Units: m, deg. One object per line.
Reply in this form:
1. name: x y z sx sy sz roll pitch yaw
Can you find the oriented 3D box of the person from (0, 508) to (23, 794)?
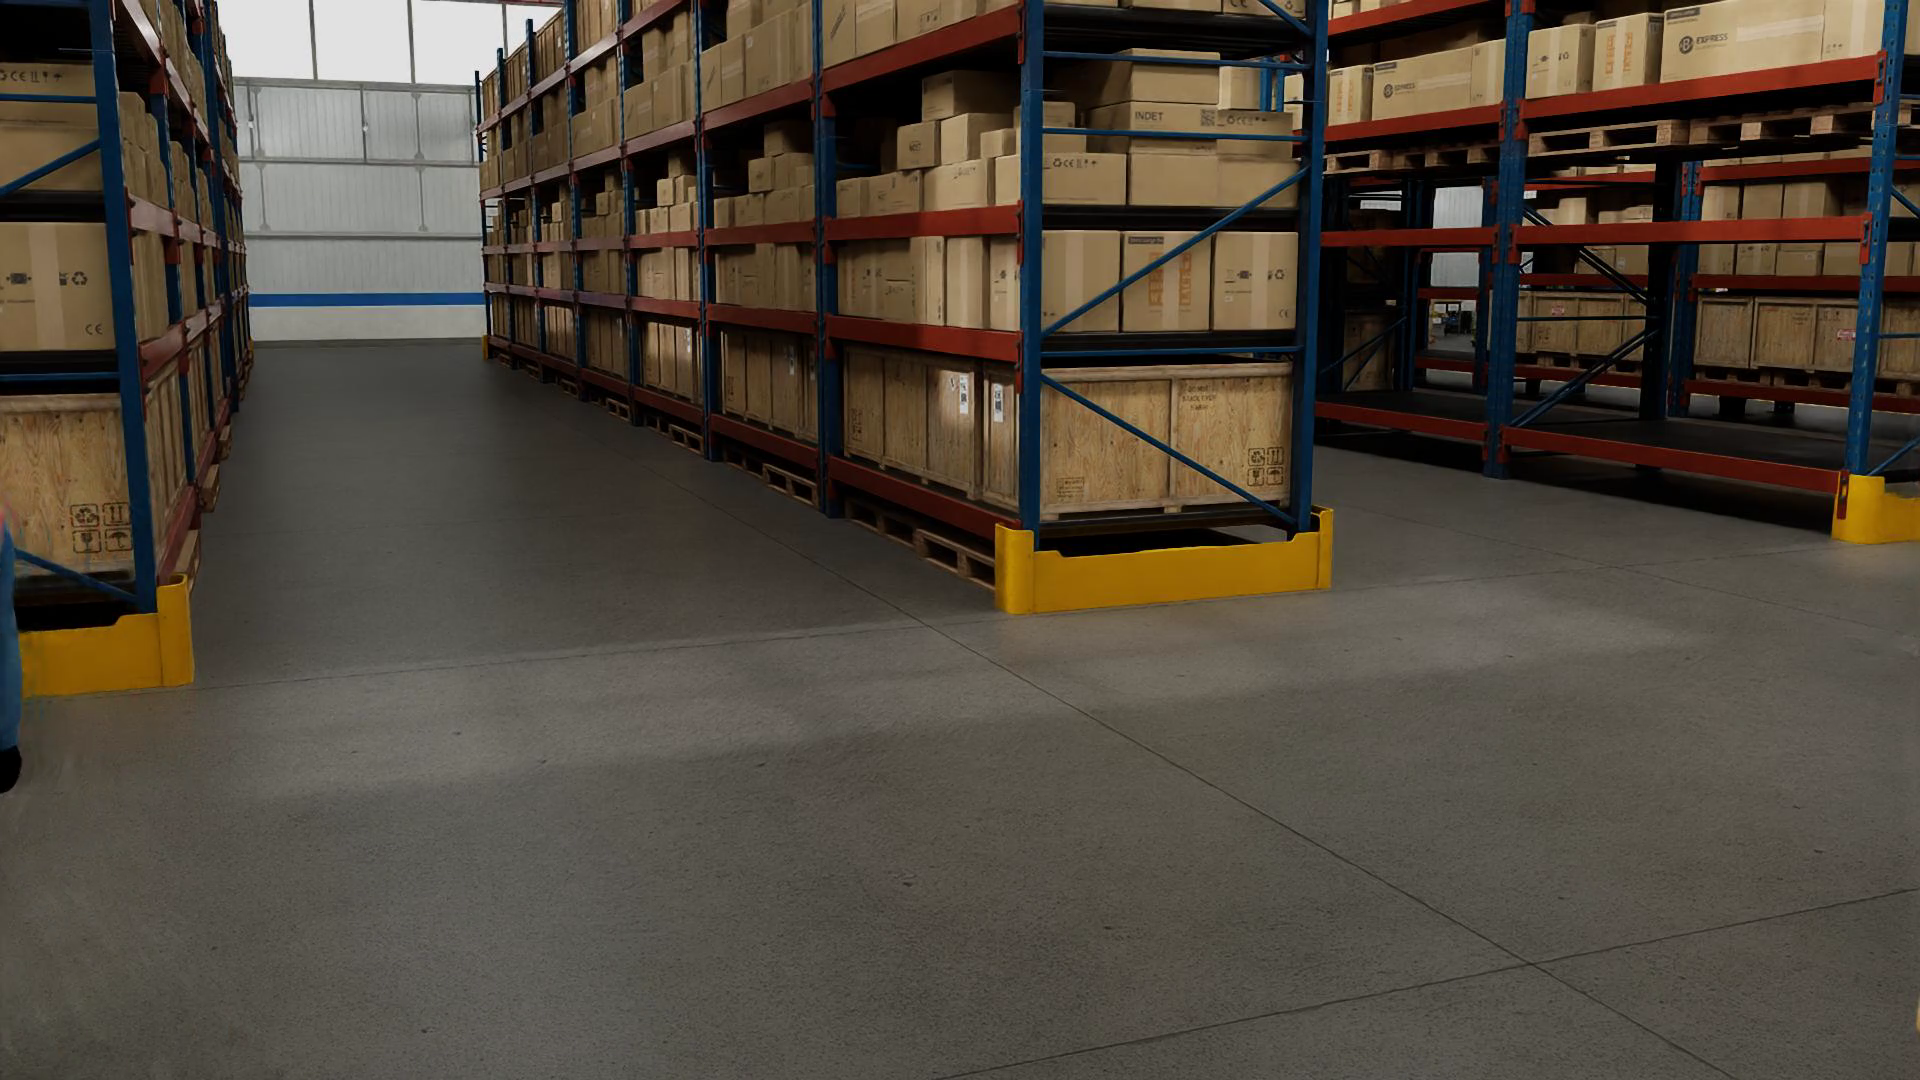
1. person: -2.600 0.517 3.908 0.633 1.825 0.654 2 10 14
